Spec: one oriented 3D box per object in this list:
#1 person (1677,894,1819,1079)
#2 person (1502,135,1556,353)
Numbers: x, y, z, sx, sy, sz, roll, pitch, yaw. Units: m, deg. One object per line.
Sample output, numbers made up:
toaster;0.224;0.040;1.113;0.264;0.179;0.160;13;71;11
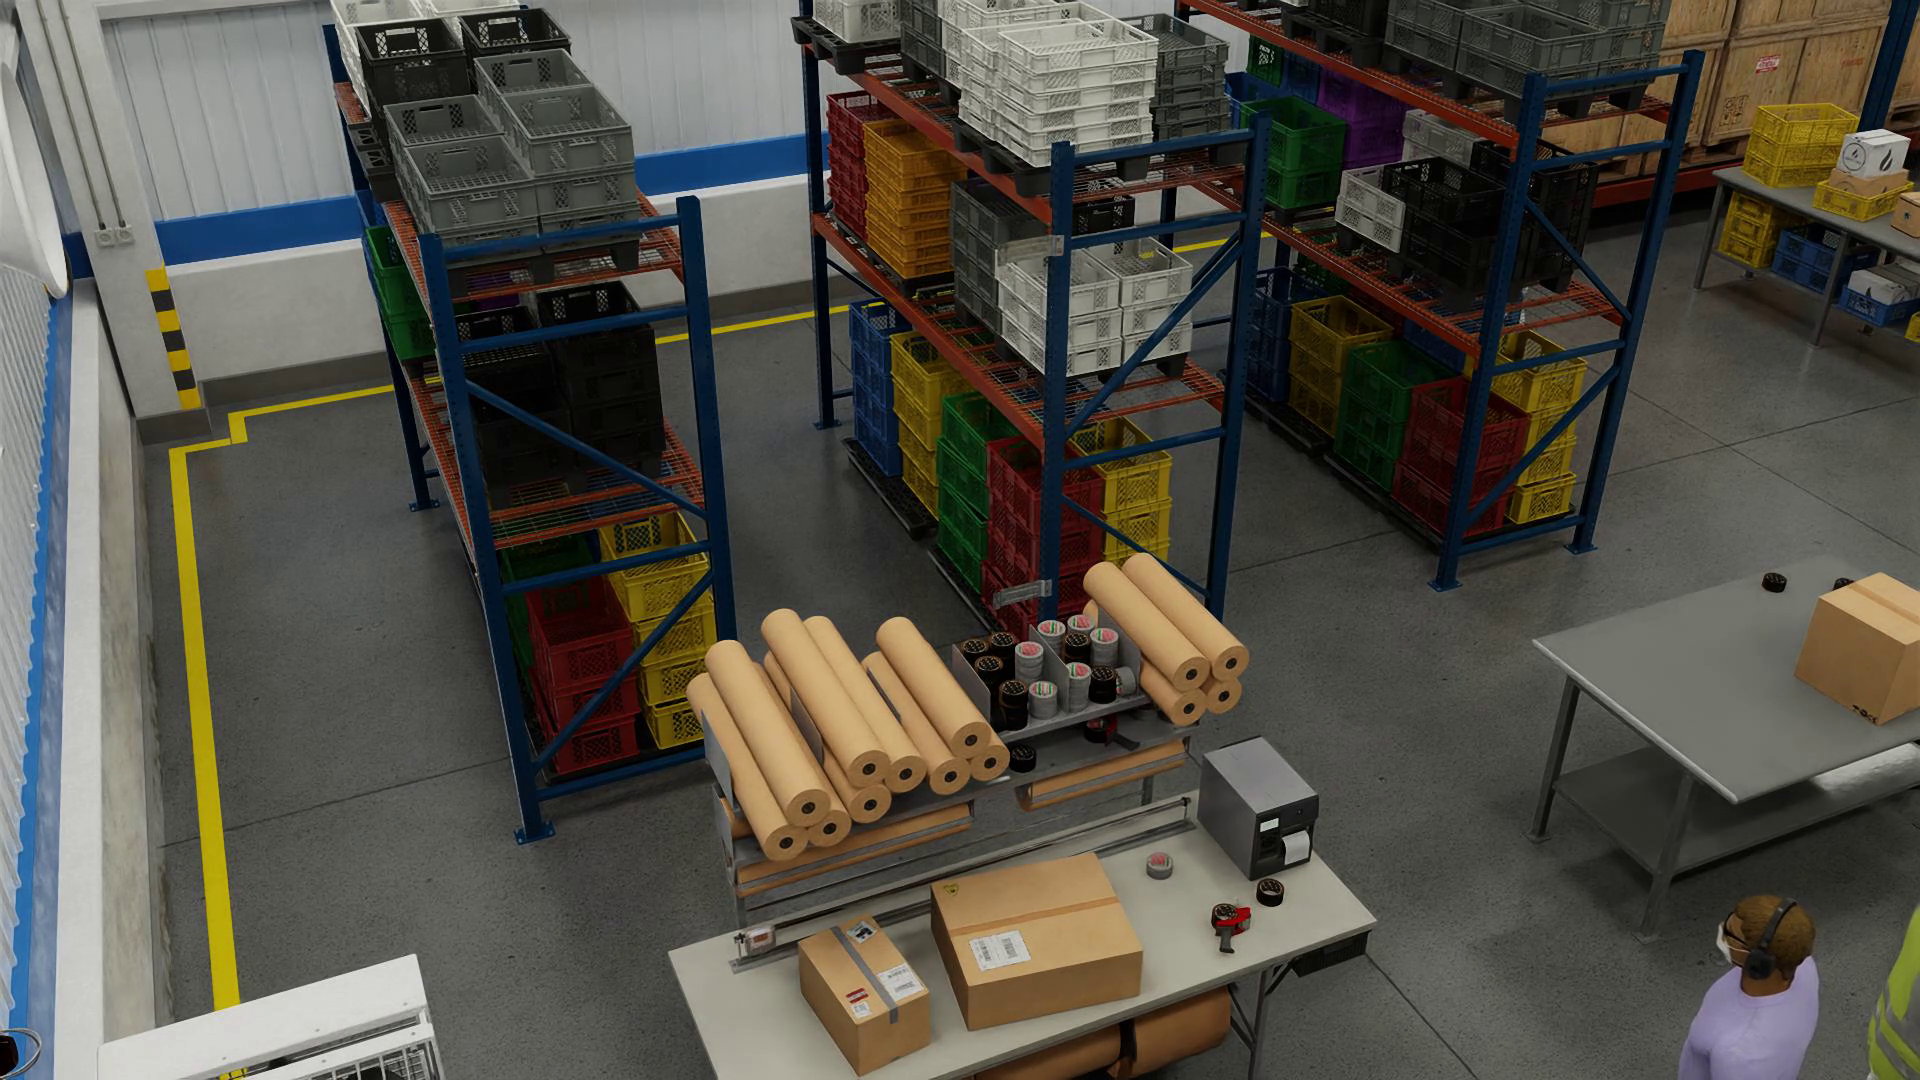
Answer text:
person;2.397;1.884;5.305;0.356;1.938;0.638;21;38;31
person;3.780;-1.892;11.495;0.572;1.880;0.356;-21;38;-31
